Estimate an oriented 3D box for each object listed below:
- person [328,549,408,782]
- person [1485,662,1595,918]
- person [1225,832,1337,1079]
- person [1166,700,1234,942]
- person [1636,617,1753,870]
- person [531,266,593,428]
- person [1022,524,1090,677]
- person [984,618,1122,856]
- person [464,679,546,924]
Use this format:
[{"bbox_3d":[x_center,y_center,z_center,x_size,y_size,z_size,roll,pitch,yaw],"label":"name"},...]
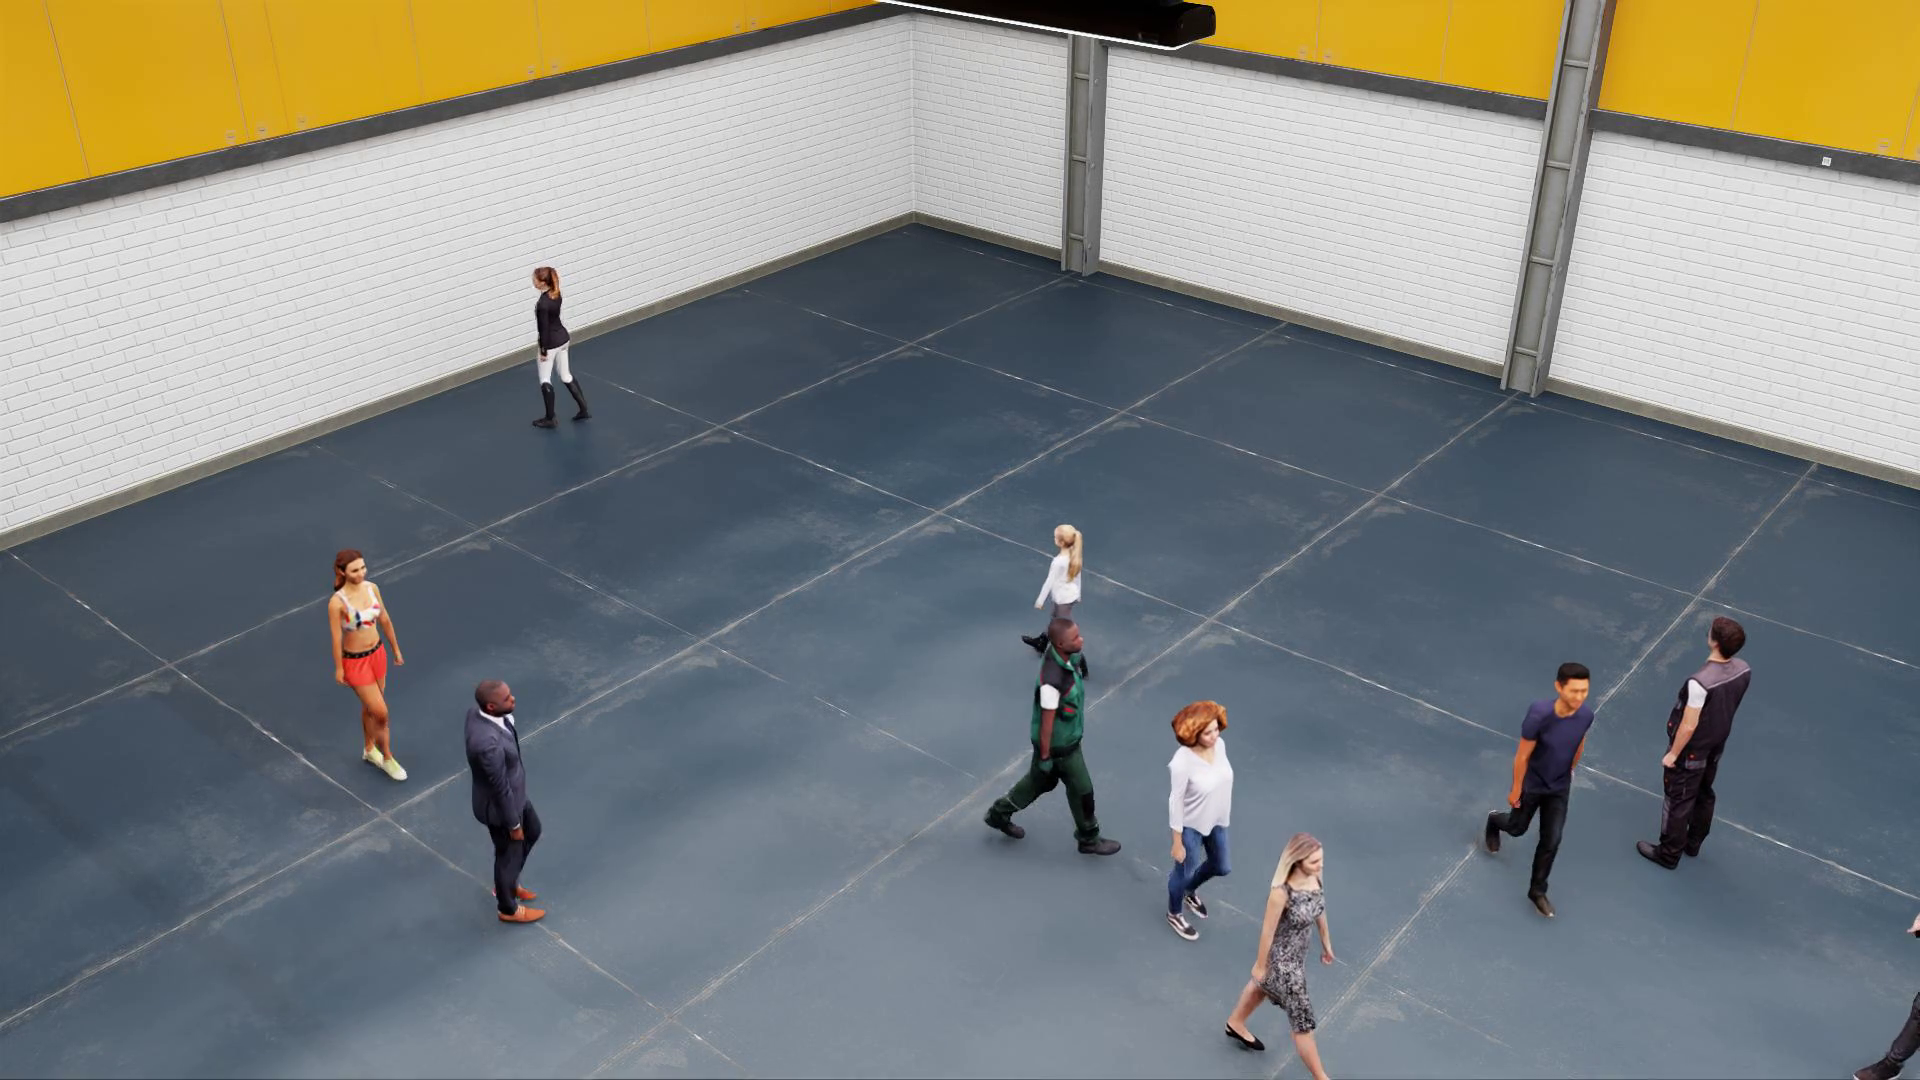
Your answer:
[{"bbox_3d":[-4.256,0.843,11.734,0.777,1.776,0.679,15,32,26],"label":"person"},{"bbox_3d":[3.660,1.487,10.562,1.053,1.768,1.136,-4,29,-7],"label":"person"},{"bbox_3d":[1.739,2.272,9.240,1.120,1.656,0.629,24,37,37],"label":"person"},{"bbox_3d":[1.401,1.686,10.274,0.707,1.694,0.683,-21,35,-33],"label":"person"},{"bbox_3d":[4.806,1.317,10.791,0.729,1.848,0.703,-14,32,-24],"label":"person"},{"bbox_3d":[-4.152,-1.963,16.933,0.911,1.723,0.781,10,30,18],"label":"person"},{"bbox_3d":[0.872,0.489,12.932,0.900,1.250,0.578,16,32,27],"label":"person"},{"bbox_3d":[0.556,1.293,10.882,1.280,1.802,1.074,5,29,8],"label":"person"},{"bbox_3d":[-2.902,1.634,10.249,0.872,1.809,0.763,-8,30,-15],"label":"person"}]
